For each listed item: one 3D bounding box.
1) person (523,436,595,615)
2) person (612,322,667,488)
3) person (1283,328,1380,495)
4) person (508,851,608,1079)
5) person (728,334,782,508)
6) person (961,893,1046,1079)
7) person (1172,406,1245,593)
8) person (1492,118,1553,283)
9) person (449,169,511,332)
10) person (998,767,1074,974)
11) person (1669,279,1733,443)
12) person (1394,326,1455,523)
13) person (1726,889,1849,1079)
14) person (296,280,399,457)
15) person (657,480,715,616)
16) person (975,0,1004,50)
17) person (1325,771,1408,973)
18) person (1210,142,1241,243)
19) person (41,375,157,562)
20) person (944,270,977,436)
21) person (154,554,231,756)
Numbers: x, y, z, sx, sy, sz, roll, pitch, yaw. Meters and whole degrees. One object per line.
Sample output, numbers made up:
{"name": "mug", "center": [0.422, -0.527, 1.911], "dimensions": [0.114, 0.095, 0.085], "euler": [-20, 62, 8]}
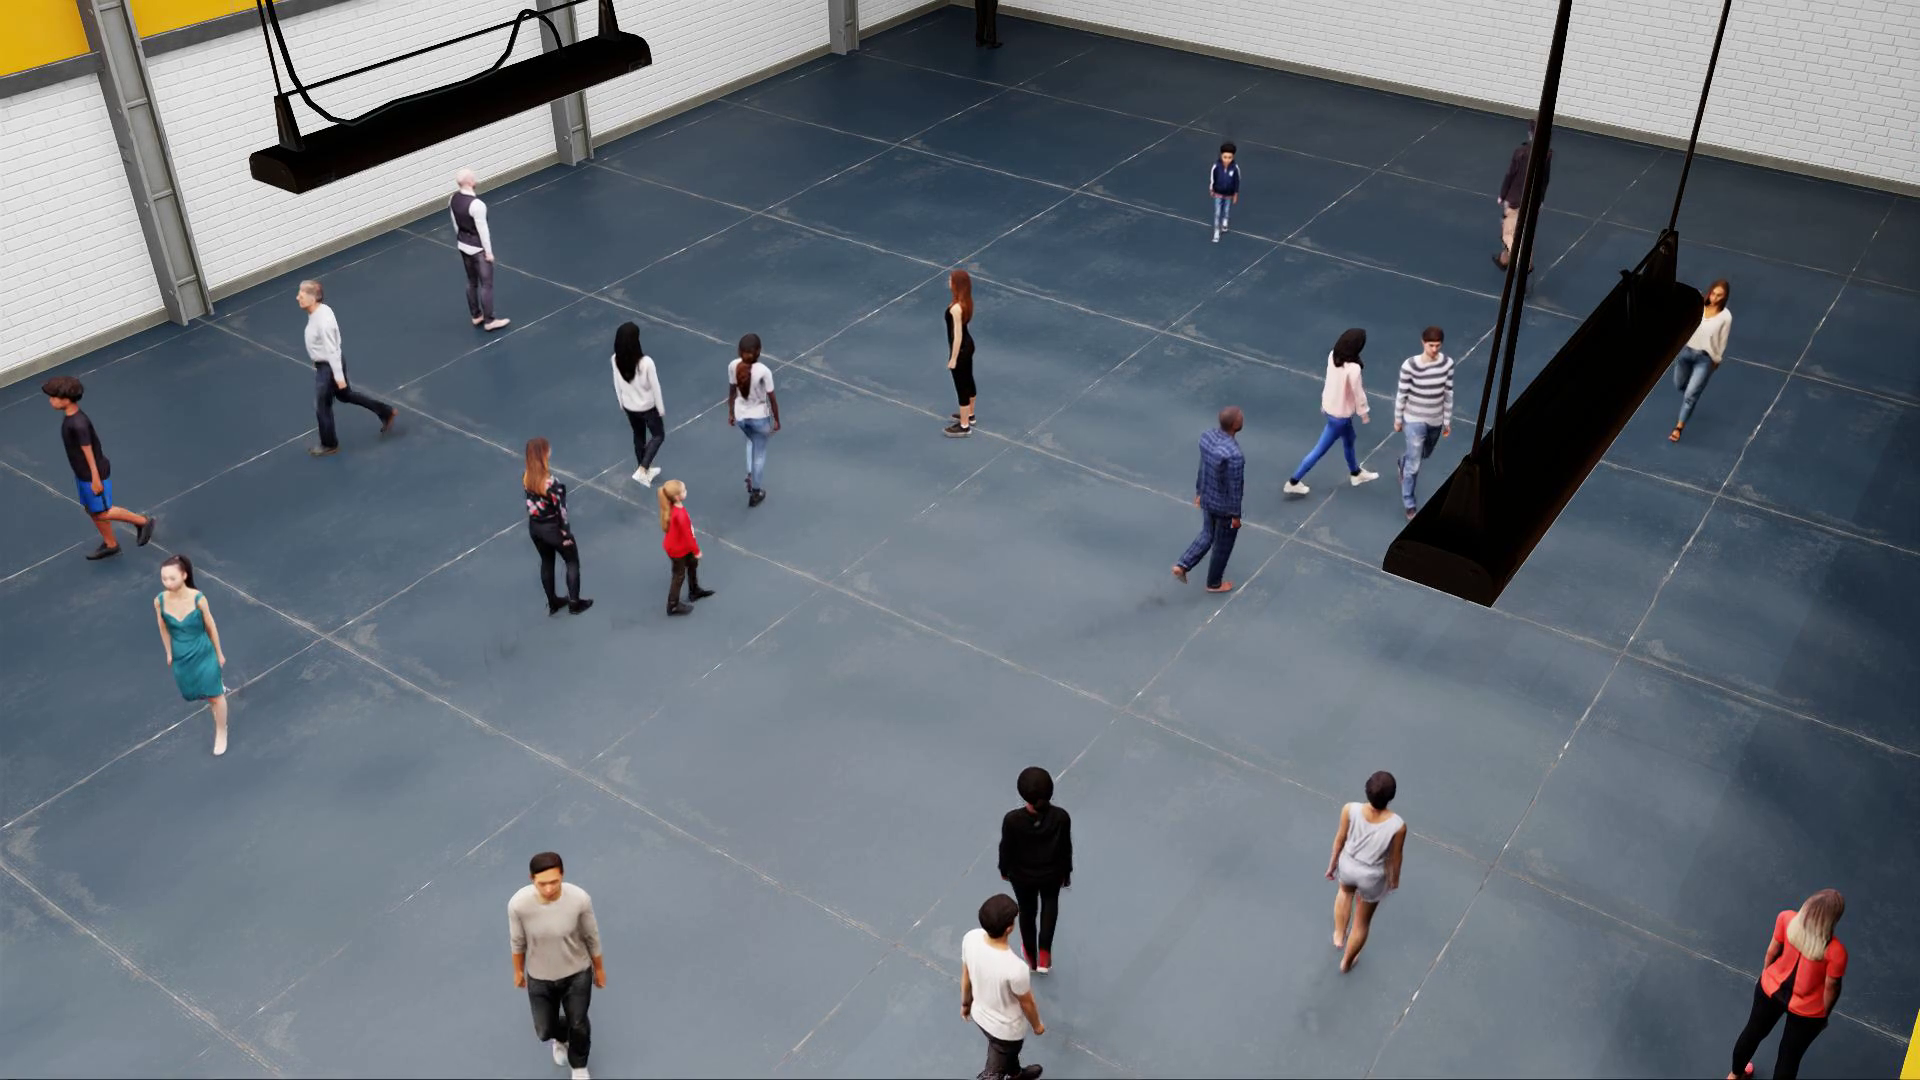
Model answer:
{"name": "person", "center": [-3.428, -0.084, 13.726], "dimensions": [0.607, 1.675, 0.563], "euler": [19, 38, 26]}
{"name": "person", "center": [-3.000, -1.207, 15.398], "dimensions": [0.725, 1.694, 0.840], "euler": [12, 36, 18]}
{"name": "person", "center": [3.379, -1.119, 15.254], "dimensions": [1.196, 1.707, 1.166], "euler": [-6, 34, -9]}
{"name": "person", "center": [-2.361, 2.459, 9.781], "dimensions": [0.831, 1.806, 0.892], "euler": [-6, 34, -9]}
{"name": "person", "center": [-1.926, -1.065, 15.170], "dimensions": [0.683, 1.711, 0.698], "euler": [12, 36, 18]}
{"name": "person", "center": [0.167, 2.744, 9.456], "dimensions": [1.156, 1.693, 0.842], "euler": [-23, 40, -30]}
{"name": "person", "center": [2.107, -0.293, 13.917], "dimensions": [0.964, 1.812, 0.879], "euler": [-15, 36, -21]}
{"name": "person", "center": [6.523, -3.897, 19.256], "dimensions": [1.195, 1.903, 1.192], "euler": [-8, 35, -12]}
{"name": "person", "center": [-5.315, -3.187, 18.260], "dimensions": [0.684, 1.823, 0.577], "euler": [23, 40, 30]}
{"name": "person", "center": [0.493, 2.135, 10.399], "dimensions": [0.768, 1.662, 0.821], "euler": [-1, 34, -2]}
{"name": "person", "center": [7.273, -1.824, 16.360], "dimensions": [0.670, 1.656, 1.002], "euler": [25, 41, 33]}
{"name": "person", "center": [4.203, -1.138, 15.183], "dimensions": [1.131, 1.819, 1.199], "euler": [-5, 34, -8]}
{"name": "person", "center": [4.797, 2.647, 9.600], "dimensions": [0.652, 1.694, 0.663], "euler": [-20, 38, -27]}
{"name": "person", "center": [-5.985, -1.685, 16.028], "dimensions": [1.229, 1.793, 1.040], "euler": [-14, 36, -20]}
{"name": "person", "center": [-2.392, 0.084, 13.844], "dimensions": [0.766, 1.265, 0.674], "euler": [-12, 35, -18]}
{"name": "person", "center": [0.428, -8.916, 26.793], "dimensions": [0.678, 1.919, 0.563], "euler": [22, 40, 30]}
{"name": "person", "center": [2.511, 2.129, 10.466], "dimensions": [0.608, 1.598, 0.609], "euler": [18, 38, 25]}
{"name": "person", "center": [3.277, -4.337, 20.556], "dimensions": [0.735, 1.197, 0.924], "euler": [6, 34, 8]}
{"name": "person", "center": [-7.464, -0.628, 14.451], "dimensions": [0.919, 1.779, 0.730], "euler": [-25, 41, -33]}
{"name": "person", "center": [0.022, -1.857, 16.347], "dimensions": [0.681, 1.726, 0.548], "euler": [10, 35, 14]}
{"name": "person", "center": [-5.658, 0.819, 12.367], "dimensions": [0.771, 1.676, 0.847], "euler": [-1, 34, -2]}
